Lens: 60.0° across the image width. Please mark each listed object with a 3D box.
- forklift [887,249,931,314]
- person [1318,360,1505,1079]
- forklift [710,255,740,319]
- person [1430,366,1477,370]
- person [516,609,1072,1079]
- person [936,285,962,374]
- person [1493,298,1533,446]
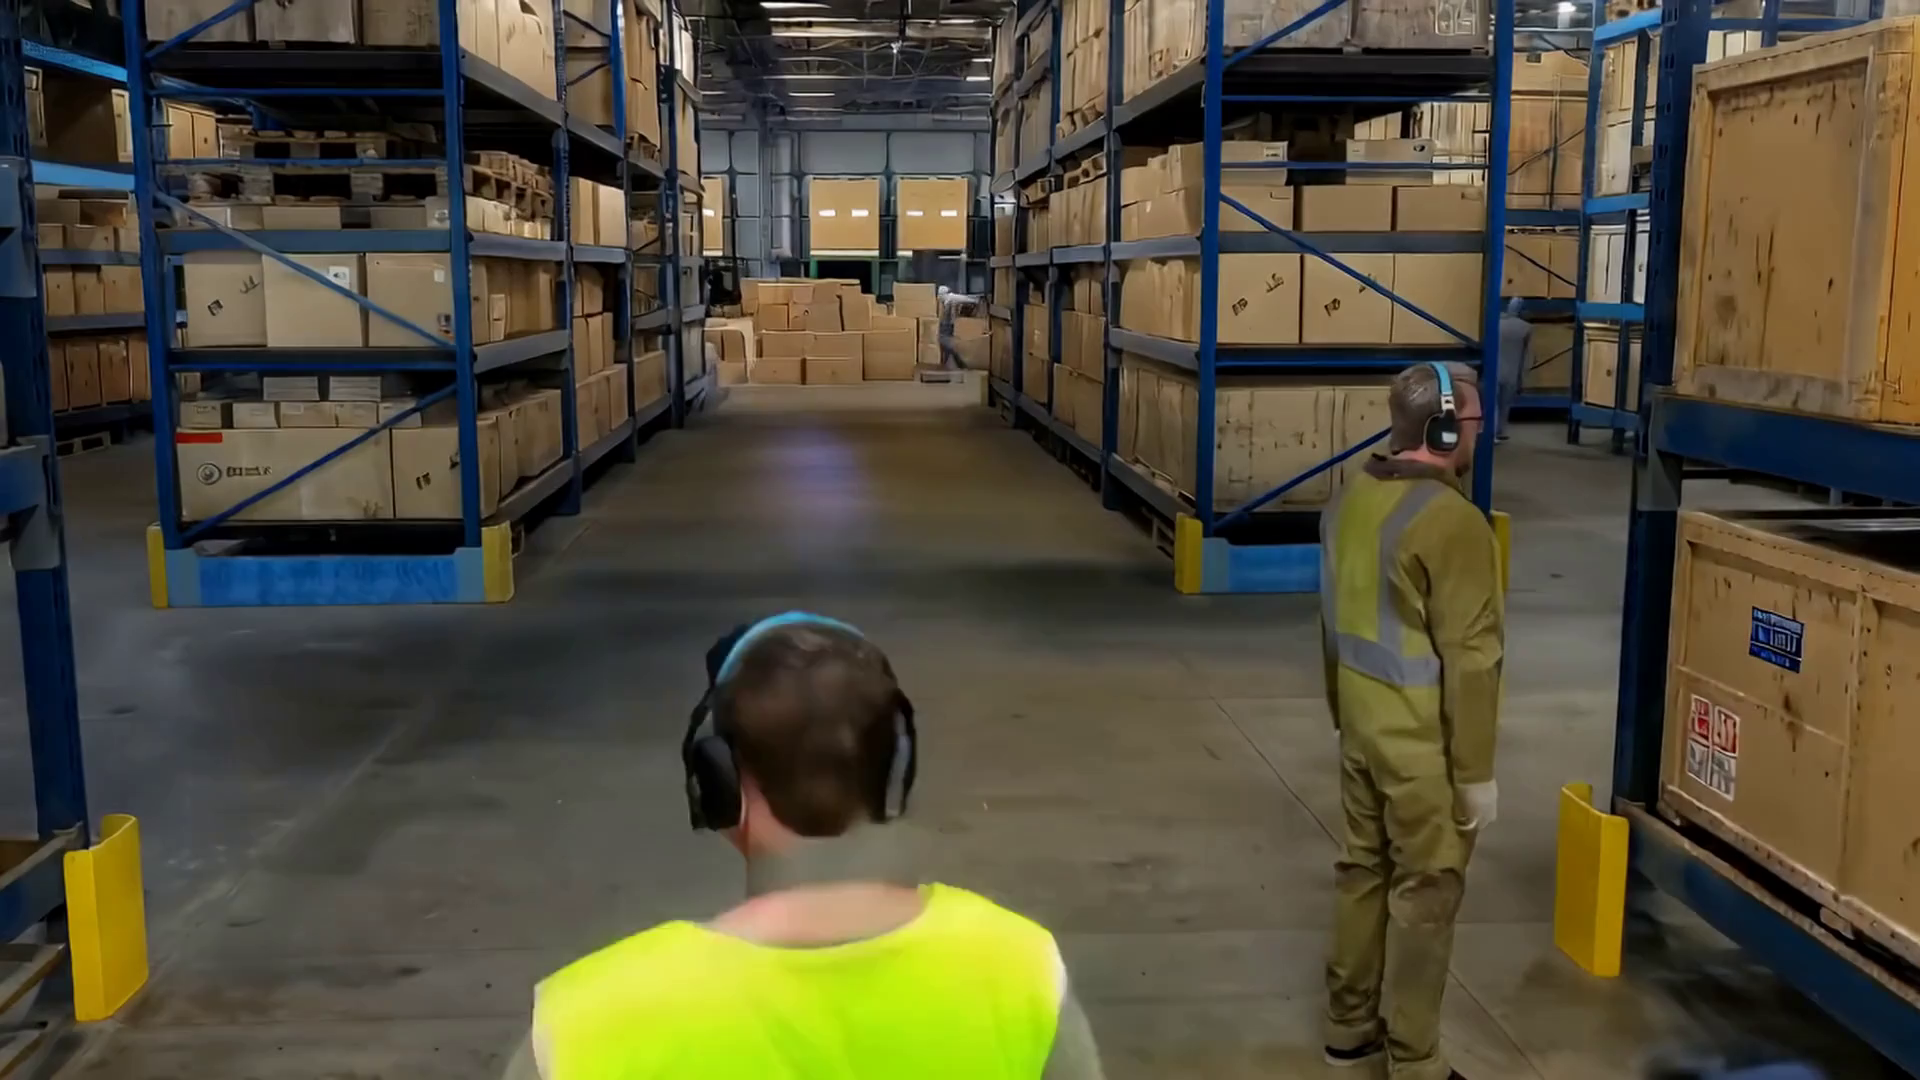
[{"bbox_3d":[-1.021,-6.480,45.020,1.873,2.768,1.129,-2,9,-12],"label":"forklift"},{"bbox_3d":[1.178,0.497,4.257,0.408,1.906,0.654,-3,9,-17],"label":"person"},{"bbox_3d":[-8.364,-8.712,59.035,1.129,2.768,1.873,-1,9,-4],"label":"forklift"},{"bbox_3d":[4.467,-1.108,15.014,0.319,1.690,0.530,-6,11,-35],"label":"person"},{"bbox_3d":[-0.120,0.975,1.657,0.568,1.791,1.002,-6,11,-32],"label":"person"},{"bbox_3d":[-0.238,-4.499,35.631,0.599,1.920,0.549,-6,11,-32],"label":"person"},{"bbox_3d":[6.785,-2.086,20.700,0.632,1.840,0.888,4,10,23],"label":"person"}]
